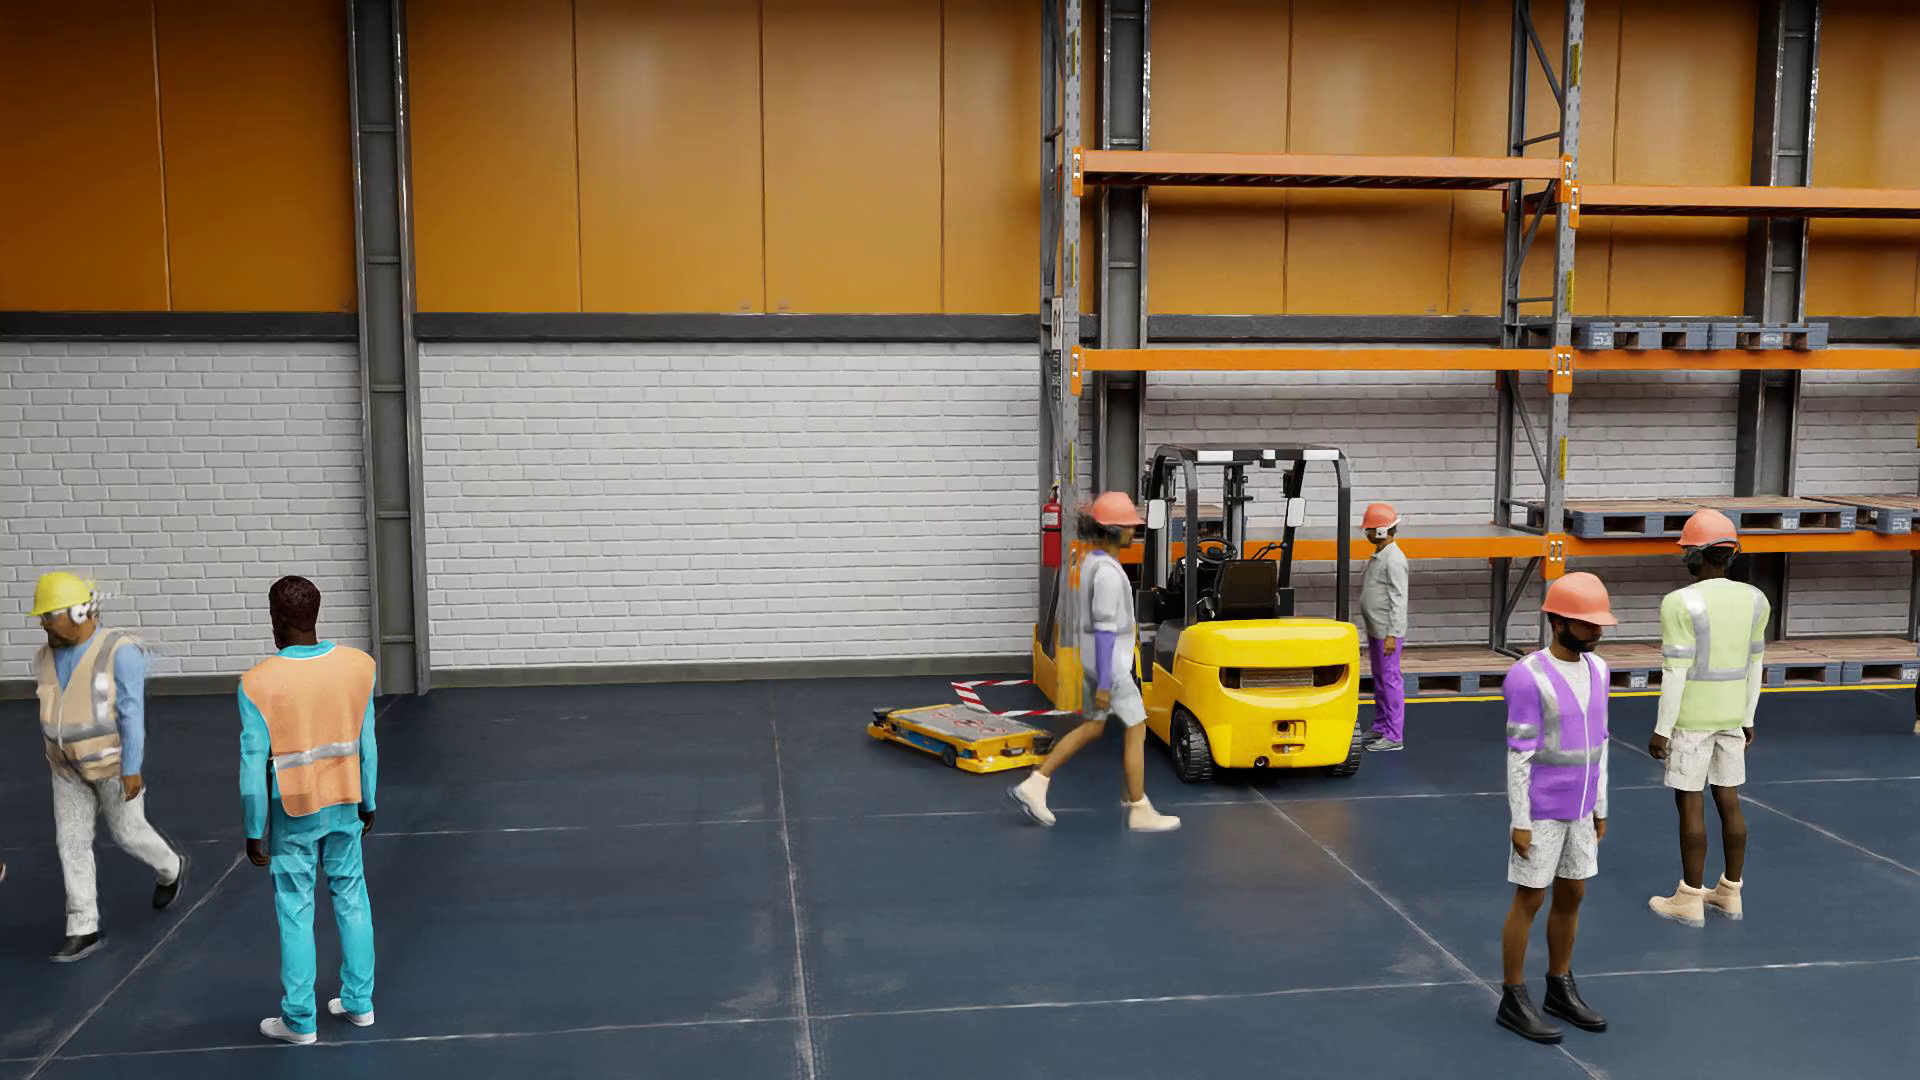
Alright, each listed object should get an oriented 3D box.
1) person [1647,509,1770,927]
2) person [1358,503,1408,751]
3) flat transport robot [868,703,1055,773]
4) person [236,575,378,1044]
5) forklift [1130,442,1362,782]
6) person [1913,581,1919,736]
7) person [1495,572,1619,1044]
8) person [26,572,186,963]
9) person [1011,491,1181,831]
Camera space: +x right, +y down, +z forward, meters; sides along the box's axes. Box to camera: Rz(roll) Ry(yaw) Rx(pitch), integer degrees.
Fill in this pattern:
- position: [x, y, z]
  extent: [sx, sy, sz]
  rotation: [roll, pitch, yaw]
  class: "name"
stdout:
- position: [3.656, 0.868, 8.207]
  extent: [0.615, 2.041, 0.392]
  rotation: [-2, 7, -20]
  class: "person"
- position: [2.970, 0.610, 11.748]
  extent: [0.344, 1.745, 0.564]
  rotation: [0, 7, 0]
  class: "person"
- position: [0.006, 1.357, 11.620]
  extent: [0.652, 0.197, 1.431]
  rotation: [-5, 8, -34]
  class: "flat transport robot"
- position: [-2.645, 1.097, 6.800]
  extent: [0.397, 1.911, 0.587]
  rotation: [5, 8, 39]
  class: "person"
- position: [1.912, 0.418, 11.496]
  extent: [1.214, 2.155, 2.313]
  rotation: [-1, 7, -8]
  class: "forklift"
- position: [7.079, 0.614, 11.939]
  extent: [0.319, 1.696, 0.532]
  rotation: [0, 7, 3]
  class: "person"
- position: [2.472, 1.085, 6.815]
  extent: [0.547, 1.929, 0.387]
  rotation: [-4, 7, -28]
  class: "person"
- position: [-4.061, 1.025, 7.911]
  extent: [0.596, 1.800, 0.792]
  rotation: [1, 7, 11]
  class: "person"
- position: [0.792, 0.714, 9.702]
  extent: [0.941, 2.018, 0.610]
  rotation: [-1, 7, -6]
  class: "person"
